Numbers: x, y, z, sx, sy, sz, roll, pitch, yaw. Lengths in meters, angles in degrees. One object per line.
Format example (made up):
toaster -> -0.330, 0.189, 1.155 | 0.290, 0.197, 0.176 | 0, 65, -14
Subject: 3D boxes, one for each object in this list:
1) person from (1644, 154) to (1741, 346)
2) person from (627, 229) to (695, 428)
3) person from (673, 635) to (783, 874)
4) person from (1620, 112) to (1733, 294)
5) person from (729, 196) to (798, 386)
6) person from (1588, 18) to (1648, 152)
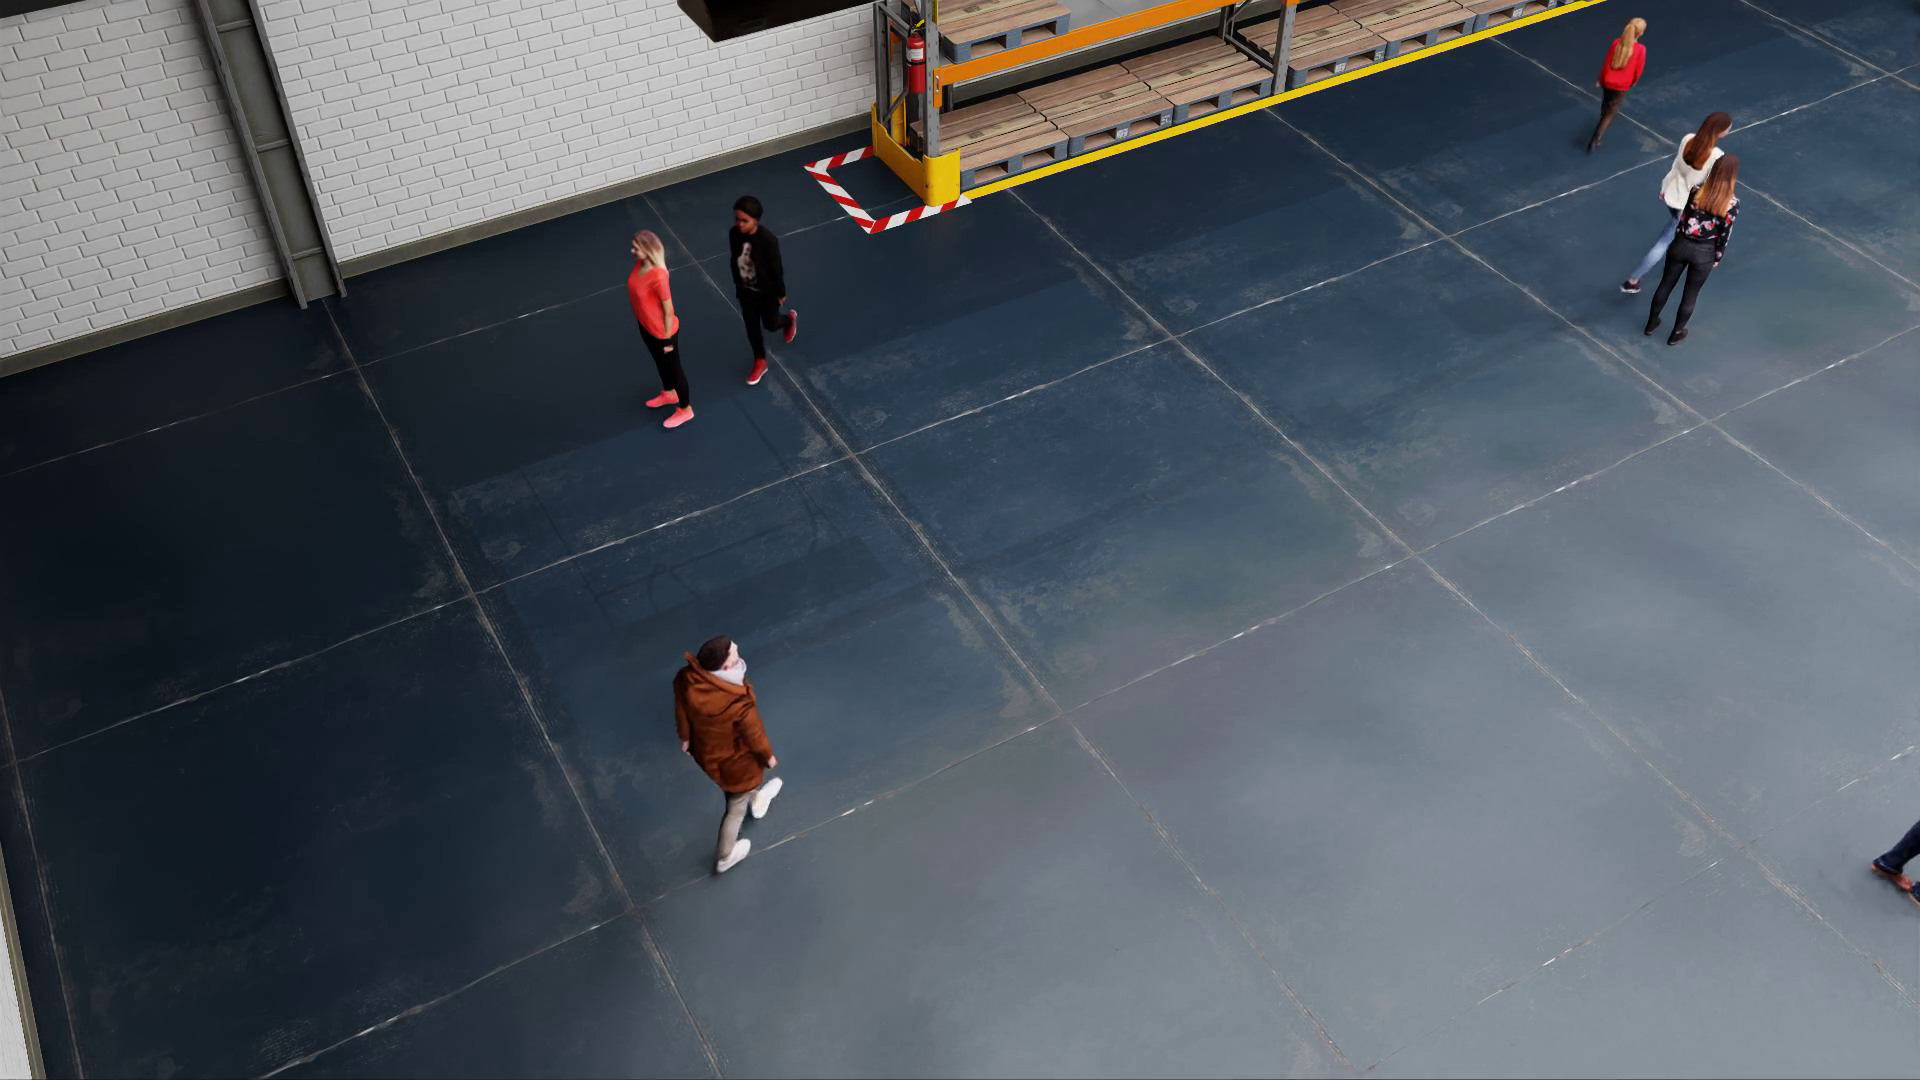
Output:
person -> 5.865, -2.286, 13.325 | 0.629, 1.576, 0.619 | 30, 51, 28
person -> -2.258, -1.609, 12.530 | 0.530, 1.694, 0.597 | -24, 49, -23
person -> -1.373, 1.265, 9.432 | 0.927, 1.805, 1.075 | 28, 50, 26
person -> 5.931, -2.737, 13.747 | 1.128, 1.648, 0.695 | -20, 47, -20
person -> -1.533, -2.010, 12.978 | 0.904, 1.655, 1.017 | 20, 47, 19
person -> 6.143, -4.256, 15.624 | 0.637, 1.257, 0.895 | 32, 52, 29
